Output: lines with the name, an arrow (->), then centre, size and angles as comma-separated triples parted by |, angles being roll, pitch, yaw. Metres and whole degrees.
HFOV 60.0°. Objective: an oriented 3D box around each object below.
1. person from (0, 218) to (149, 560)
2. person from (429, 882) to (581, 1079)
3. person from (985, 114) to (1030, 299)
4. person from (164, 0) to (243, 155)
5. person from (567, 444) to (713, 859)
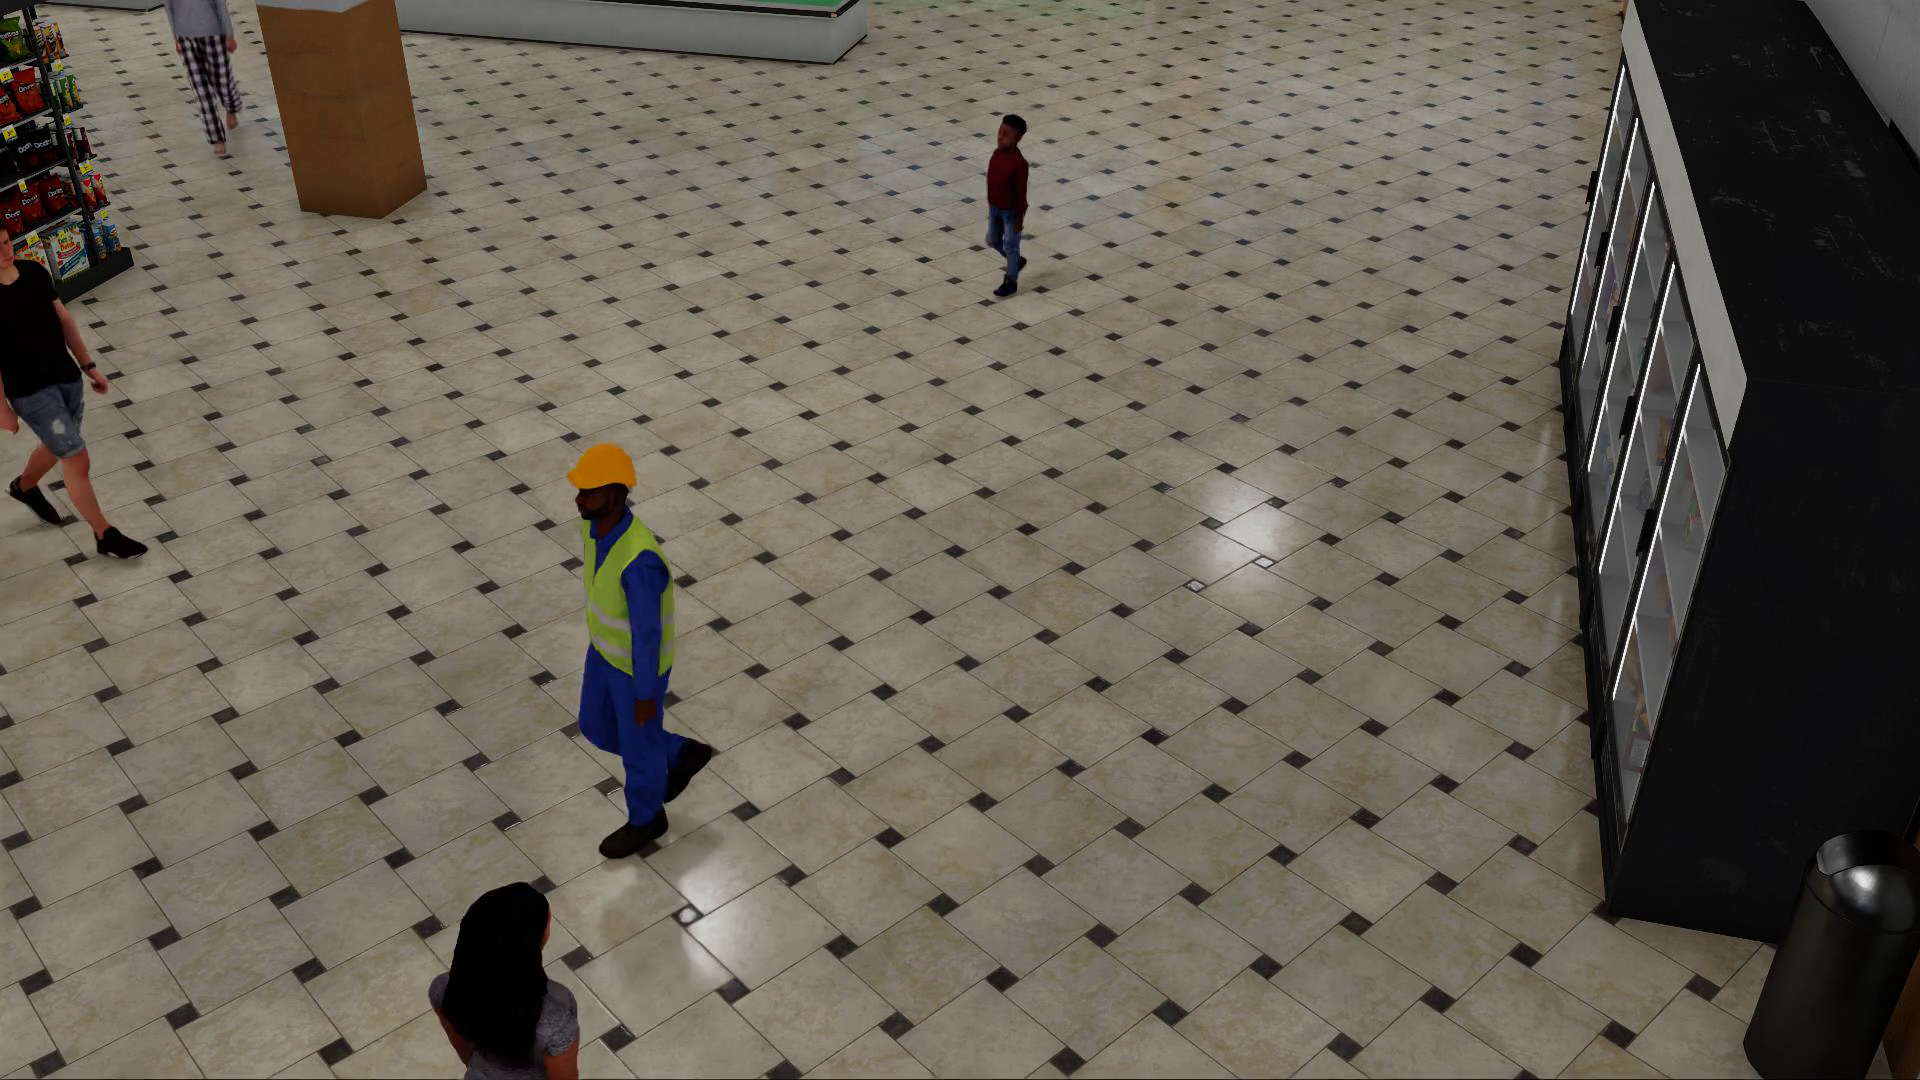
person -> -4.634, -0.775, 8.284 | 1.163, 1.818, 0.680 | 9, 33, 14
person -> -1.199, 1.692, 4.400 | 1.077, 1.733, 0.694 | 5, 32, 9
person -> 0.366, -2.265, 11.220 | 0.708, 1.245, 0.650 | -20, 37, -29
person -> -6.269, -4.185, 13.772 | 1.144, 1.811, 1.084 | -10, 33, -16
person -> -1.204, 0.417, 6.381 | 0.953, 1.805, 0.902 | -22, 38, -31
